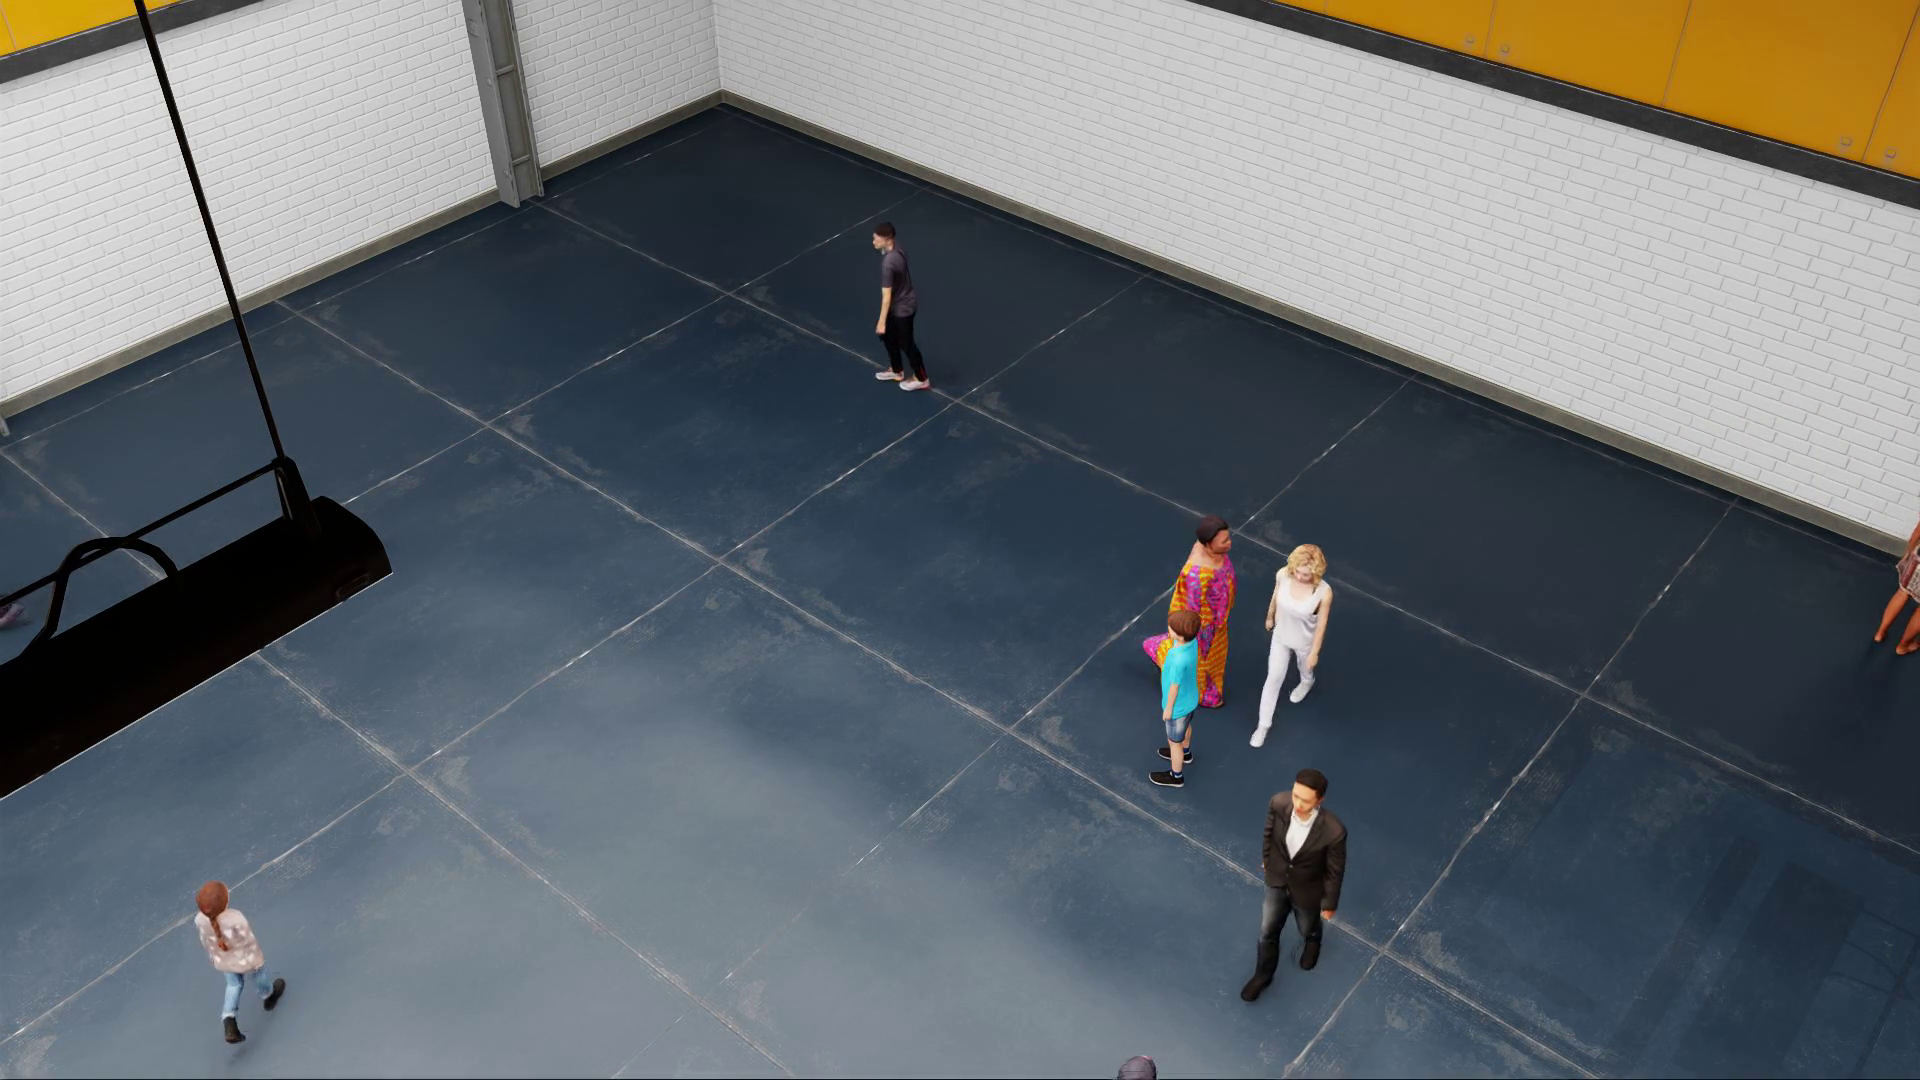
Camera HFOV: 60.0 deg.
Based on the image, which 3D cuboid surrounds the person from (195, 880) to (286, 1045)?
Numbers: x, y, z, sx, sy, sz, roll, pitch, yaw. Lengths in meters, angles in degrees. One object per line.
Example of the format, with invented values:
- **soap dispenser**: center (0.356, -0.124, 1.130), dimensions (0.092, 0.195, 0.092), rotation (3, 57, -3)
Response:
- **person**: center (-4.208, 2.430, 9.609), dimensions (0.732, 1.184, 0.850), rotation (4, 39, 4)

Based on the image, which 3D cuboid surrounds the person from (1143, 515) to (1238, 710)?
- **person**: center (1.655, 0.462, 11.689), dimensions (0.885, 1.663, 0.935), rotation (13, 40, 16)

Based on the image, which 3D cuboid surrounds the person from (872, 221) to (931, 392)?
- **person**: center (-0.484, -2.076, 14.819), dimensions (0.905, 1.725, 0.845), rotation (2, 39, 3)

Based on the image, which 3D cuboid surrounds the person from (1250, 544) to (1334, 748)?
- **person**: center (2.384, 0.621, 11.521), dimensions (0.698, 1.626, 1.094), rotation (25, 45, 28)

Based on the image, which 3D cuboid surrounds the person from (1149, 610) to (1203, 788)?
- **person**: center (1.486, 1.038, 11.141), dimensions (0.633, 1.447, 0.512), rotation (12, 40, 15)

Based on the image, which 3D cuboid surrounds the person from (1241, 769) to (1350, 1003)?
- **person**: center (2.028, 1.948, 9.736), dimensions (0.705, 1.779, 0.924), rotation (24, 45, 27)

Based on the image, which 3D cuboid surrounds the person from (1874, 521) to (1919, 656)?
- **person**: center (7.029, 0.201, 12.033), dimensions (0.688, 1.642, 0.739), rotation (-22, 44, -25)
